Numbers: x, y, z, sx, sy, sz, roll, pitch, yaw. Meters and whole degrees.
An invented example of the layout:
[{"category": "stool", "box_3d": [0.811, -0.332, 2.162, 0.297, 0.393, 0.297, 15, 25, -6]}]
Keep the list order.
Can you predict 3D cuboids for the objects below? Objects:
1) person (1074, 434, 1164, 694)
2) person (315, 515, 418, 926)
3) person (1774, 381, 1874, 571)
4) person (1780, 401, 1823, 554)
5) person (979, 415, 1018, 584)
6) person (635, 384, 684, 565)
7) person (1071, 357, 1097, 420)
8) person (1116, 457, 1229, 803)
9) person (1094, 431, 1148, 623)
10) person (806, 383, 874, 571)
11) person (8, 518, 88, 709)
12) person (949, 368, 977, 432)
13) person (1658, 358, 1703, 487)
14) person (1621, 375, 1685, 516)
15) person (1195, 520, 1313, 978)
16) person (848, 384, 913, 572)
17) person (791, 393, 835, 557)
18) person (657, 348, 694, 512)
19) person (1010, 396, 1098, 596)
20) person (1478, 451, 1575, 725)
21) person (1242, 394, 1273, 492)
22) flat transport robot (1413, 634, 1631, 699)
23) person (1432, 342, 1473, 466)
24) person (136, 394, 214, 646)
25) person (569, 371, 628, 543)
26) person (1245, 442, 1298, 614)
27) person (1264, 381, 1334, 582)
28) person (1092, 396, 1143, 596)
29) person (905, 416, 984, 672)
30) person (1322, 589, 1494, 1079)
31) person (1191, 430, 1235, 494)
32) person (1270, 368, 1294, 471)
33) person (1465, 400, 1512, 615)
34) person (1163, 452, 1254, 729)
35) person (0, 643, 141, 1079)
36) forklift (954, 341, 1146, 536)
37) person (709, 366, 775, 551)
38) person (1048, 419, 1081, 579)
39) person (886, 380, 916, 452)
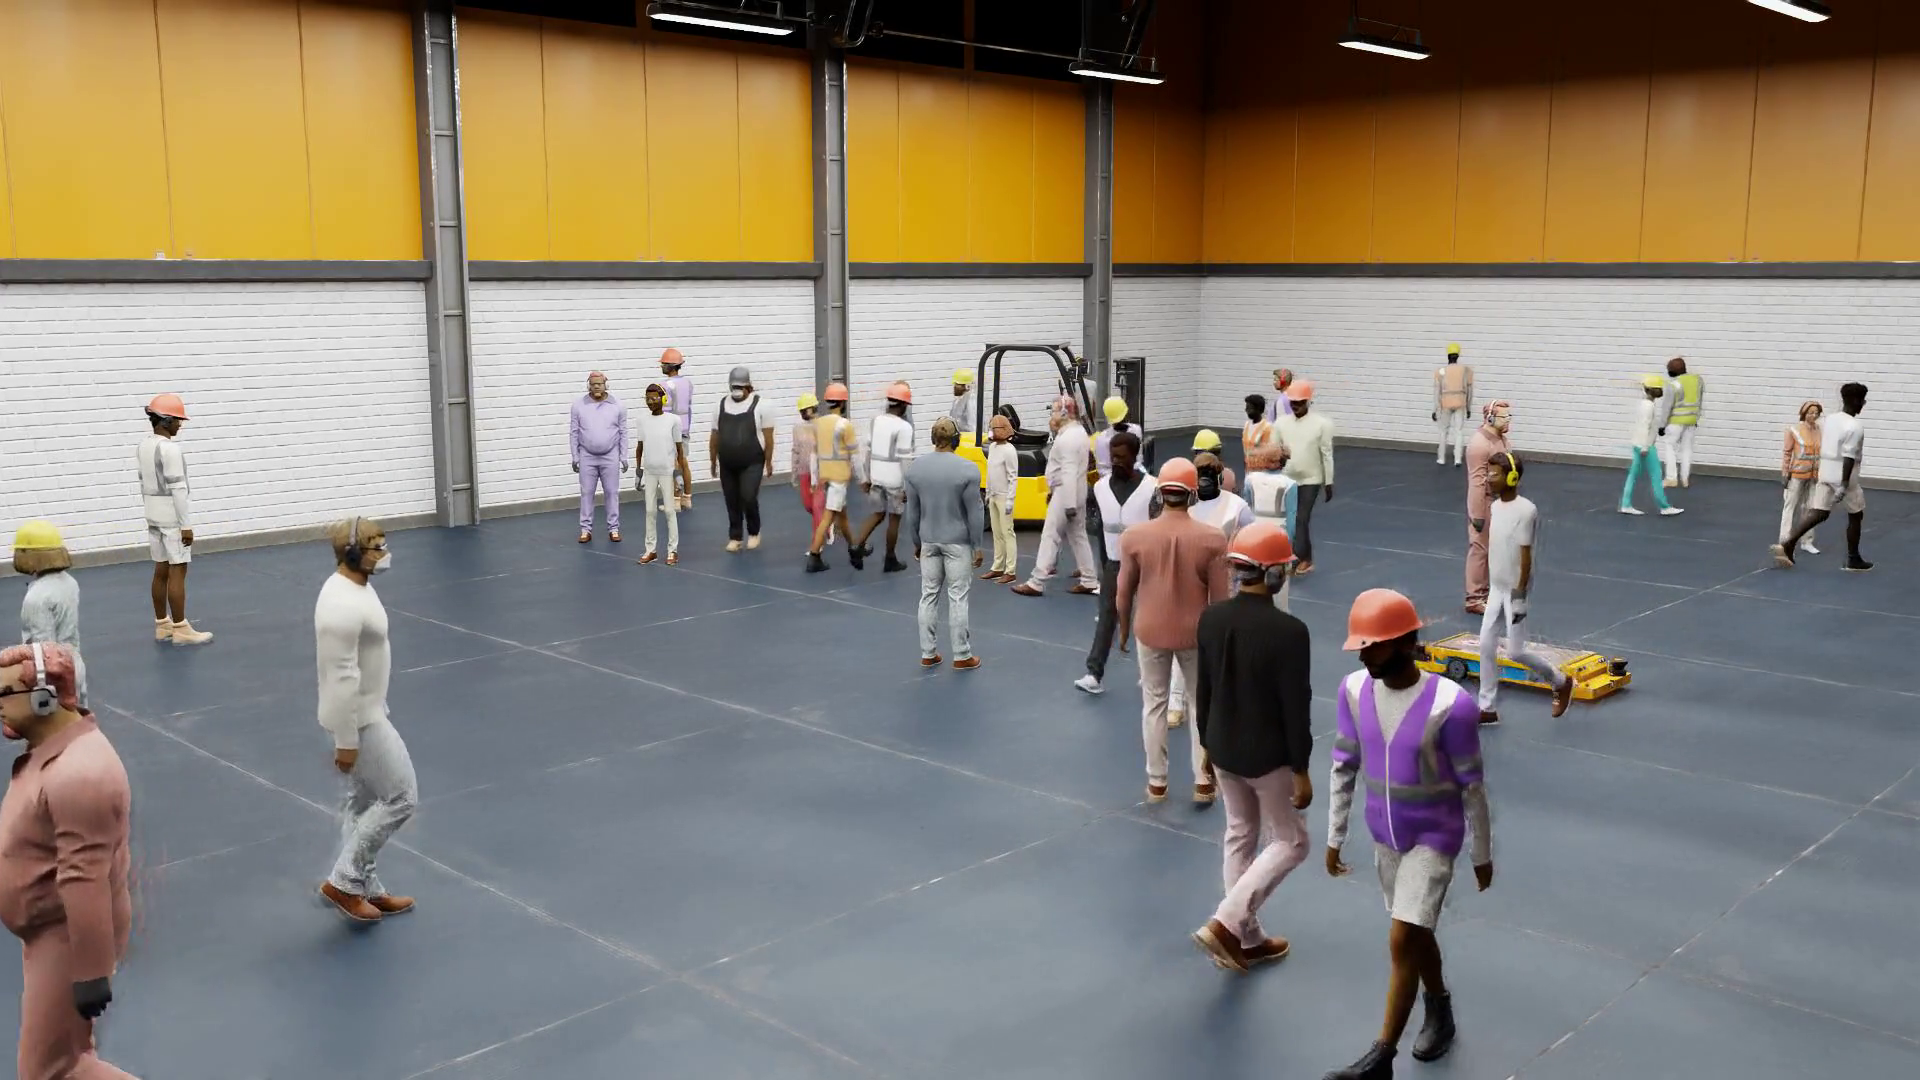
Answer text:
[{"category": "person", "box_3d": [1.182, 0.181, 11.866, 0.607, 1.864, 1.012, 6, 11, 31]}, {"category": "person", "box_3d": [-2.729, 0.835, 7.668, 0.429, 1.928, 0.633, -3, 10, -20]}, {"category": "person", "box_3d": [8.747, -0.631, 16.666, 0.902, 1.933, 0.598, -2, 9, -9]}, {"category": "person", "box_3d": [9.011, -0.667, 17.739, 0.523, 1.639, 0.306, -1, 9, -5]}, {"category": "person", "box_3d": [0.387, -0.393, 16.075, 0.279, 1.634, 0.497, -5, 10, -26]}, {"category": "person", "box_3d": [-3.096, -0.673, 17.089, 0.534, 1.864, 0.311, 2, 9, 11]}, {"category": "person", "box_3d": [1.590, -1.492, 22.129, 0.519, 1.862, 0.328, -7, 12, -37]}, {"category": "person", "box_3d": [1.196, 0.524, 9.374, 0.644, 1.989, 0.445, 1, 9, 8]}, {"category": "person", "box_3d": [1.550, -0.123, 14.372, 0.798, 1.663, 0.531, -1, 9, -9]}, {"category": "person", "box_3d": [-1.234, -0.647, 16.866, 1.025, 1.883, 0.549, -9, 13, -44]}, {"category": "person", "box_3d": [-4.777, 0.748, 8.759, 0.327, 1.742, 0.492, -2, 9, -10]}, {"category": "person", "box_3d": [0.030, -1.240, 20.746, 0.425, 1.811, 0.637, -2, 10, -14]}, {"category": "person", "box_3d": [10.007, -1.618, 23.127, 0.669, 1.822, 0.431, -3, 10, -18]}, {"category": "person", "box_3d": [8.538, -1.148, 20.361, 0.800, 1.733, 0.547, 3, 10, 17]}, {"category": "person", "box_3d": [1.228, 0.902, 7.060, 0.537, 1.983, 0.634, -6, 11, -35]}, {"category": "person", "box_3d": [-0.750, -0.591, 16.465, 0.588, 1.906, 0.650, 8, 12, 40]}, {"category": "person", "box_3d": [-1.527, -0.727, 17.805, 0.526, 1.728, 0.758, 5, 10, 26]}, {"category": "person", "box_3d": [-3.582, -1.371, 20.807, 0.359, 2.047, 0.614, 4, 10, 25]}, {"category": "person", "box_3d": [0.921, -0.403, 15.415, 0.791, 1.869, 0.662, 3, 10, 17]}, {"category": "person", "box_3d": [3.704, 0.330, 10.998, 0.732, 1.847, 0.535, -3, 10, -15]}, {"category": "person", "box_3d": [3.377, -0.781, 18.304, 0.587, 1.675, 0.550, -4, 10, -25]}, {"category": "flat transport robot", "box_3d": [4.118, 0.906, 12.284, 1.431, 0.197, 0.652, 9, 13, 43]}, {"category": "person", "box_3d": [7.593, -2.085, 25.661, 0.610, 1.932, 0.579, 2, 9, 11]}, {"category": "person", "box_3d": [-6.370, -0.163, 13.446, 0.605, 2.036, 0.383, 7, 12, 38]}, {"category": "person", "box_3d": [-4.003, -0.918, 18.458, 0.636, 1.911, 0.404, -2, 9, -11]}, {"category": "person", "box_3d": [2.521, 0.007, 13.721, 0.517, 1.613, 0.740, 8, 12, 40]}, {"category": "person", "box_3d": [3.268, -0.576, 16.246, 0.655, 1.934, 1.029, 7, 11, 35]}, {"category": "person", "box_3d": [1.523, -0.418, 15.528, 0.374, 1.874, 0.697, 9, 13, 43]}, {"category": "person", "box_3d": [-0.106, 0.033, 12.537, 0.631, 1.940, 0.372, 4, 10, 24]}, {"category": "person", "box_3d": [1.640, 1.099, 6.153, 0.970, 1.875, 0.572, -8, 12, -40]}, {"category": "person", "box_3d": [1.959, -0.026, 13.494, 0.544, 1.744, 0.680, -6, 11, -34]}, {"category": "person", "box_3d": [3.902, -1.159, 20.142, 0.458, 1.840, 0.586, 6, 11, 32]}, {"category": "person", "box_3d": [4.667, -0.284, 14.617, 0.401, 1.902, 0.646, 7, 11, 36]}, {"category": "person", "box_3d": [1.592, 0.343, 10.923, 0.626, 1.846, 0.429, 4, 10, 21]}, {"category": "person", "box_3d": [-2.785, 1.243, 5.259, 0.492, 1.887, 0.662, -6, 11, -34]}, {"category": "forklift", "box_3d": [0.977, -1.223, 19.452, 2.313, 2.155, 1.214, 2, 9, 11]}, {"category": "person", "box_3d": [-2.360, -0.873, 17.777, 0.708, 2.000, 0.541, 2, 10, 14]}, {"category": "person", "box_3d": [0.988, -0.416, 16.281, 0.682, 1.600, 0.519, 3, 10, 20]}, {"category": "person", "box_3d": [-0.830, -1.276, 21.606, 0.740, 1.608, 0.519, -8, 12, -40]}]
